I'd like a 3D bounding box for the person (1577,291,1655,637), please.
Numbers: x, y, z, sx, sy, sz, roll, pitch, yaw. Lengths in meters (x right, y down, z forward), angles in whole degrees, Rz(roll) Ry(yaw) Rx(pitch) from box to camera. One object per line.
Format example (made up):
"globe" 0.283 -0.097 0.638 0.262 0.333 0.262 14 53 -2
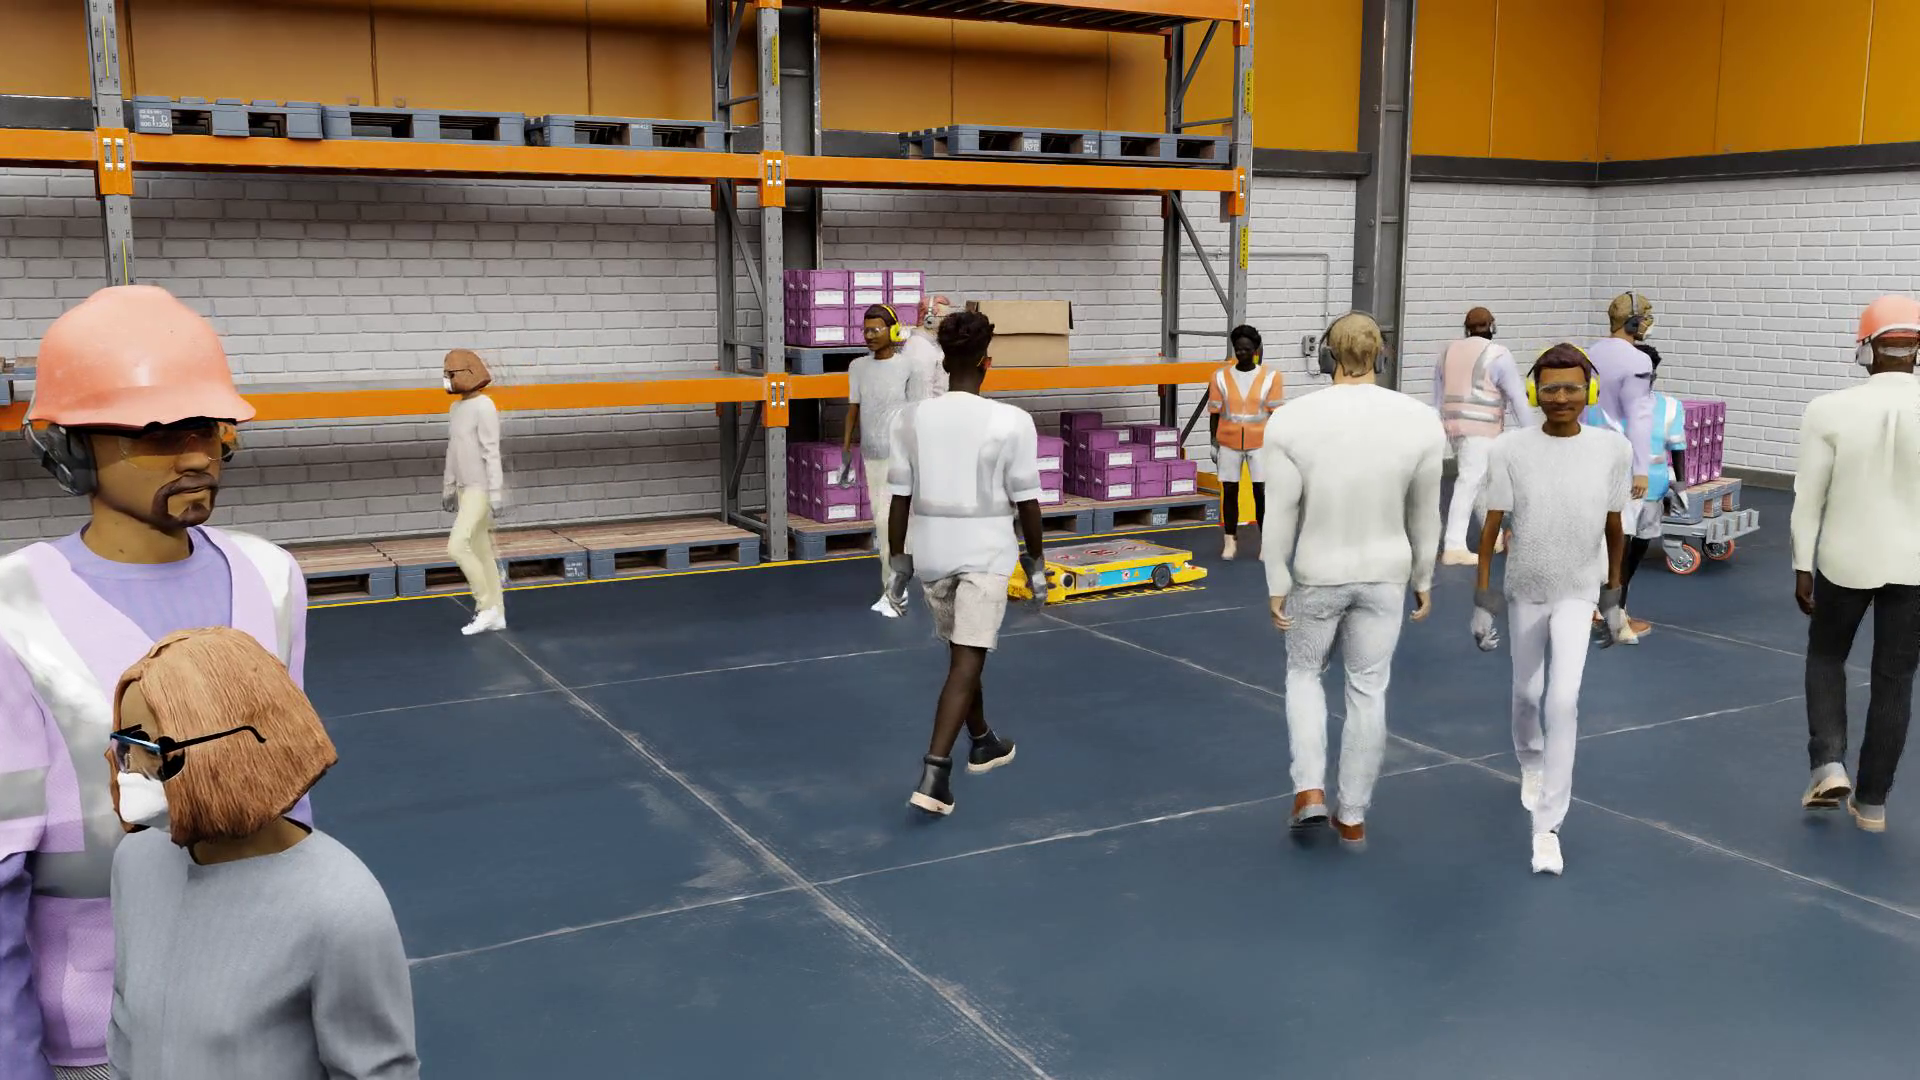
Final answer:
"person" 3.701 -0.430 9.408 0.353 1.937 0.635 -1 9 -7

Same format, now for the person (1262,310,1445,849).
"person" 1.391 0.149 5.948 0.631 1.923 0.434 2 9 9

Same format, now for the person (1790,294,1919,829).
"person" 3.398 0.087 6.146 0.612 1.971 0.437 4 10 24

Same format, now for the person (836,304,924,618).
"person" -0.484 -0.464 9.908 0.503 1.843 0.581 6 11 32

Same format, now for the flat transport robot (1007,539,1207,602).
"flat transport robot" 0.857 0.182 10.748 1.431 0.197 0.652 -7 11 -36

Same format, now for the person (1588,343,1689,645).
"person" 3.787 -0.291 9.415 0.529 1.658 0.819 0 9 -1

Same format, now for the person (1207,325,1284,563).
"person" 1.994 -0.668 11.663 0.540 1.672 0.364 2 10 14

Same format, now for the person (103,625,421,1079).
"person" -0.911 0.912 2.157 0.508 1.632 0.265 5 11 28

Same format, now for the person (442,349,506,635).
"person" -2.762 -0.258 9.332 0.444 1.613 0.520 -7 12 -37

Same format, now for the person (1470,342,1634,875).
"person" 2.127 0.190 6.018 0.514 1.825 0.986 3 10 19

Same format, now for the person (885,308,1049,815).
"person" 0.014 0.066 6.458 0.615 1.920 1.025 5 10 26

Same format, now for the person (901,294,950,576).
"person" -0.210 -0.700 11.218 0.395 1.895 0.658 -1 9 -5

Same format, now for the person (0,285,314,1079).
"person" -1.144 0.659 2.447 0.378 2.045 0.605 4 10 24

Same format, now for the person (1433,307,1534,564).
"person" 3.737 -0.741 11.760 0.914 1.786 0.724 -5 10 -27
